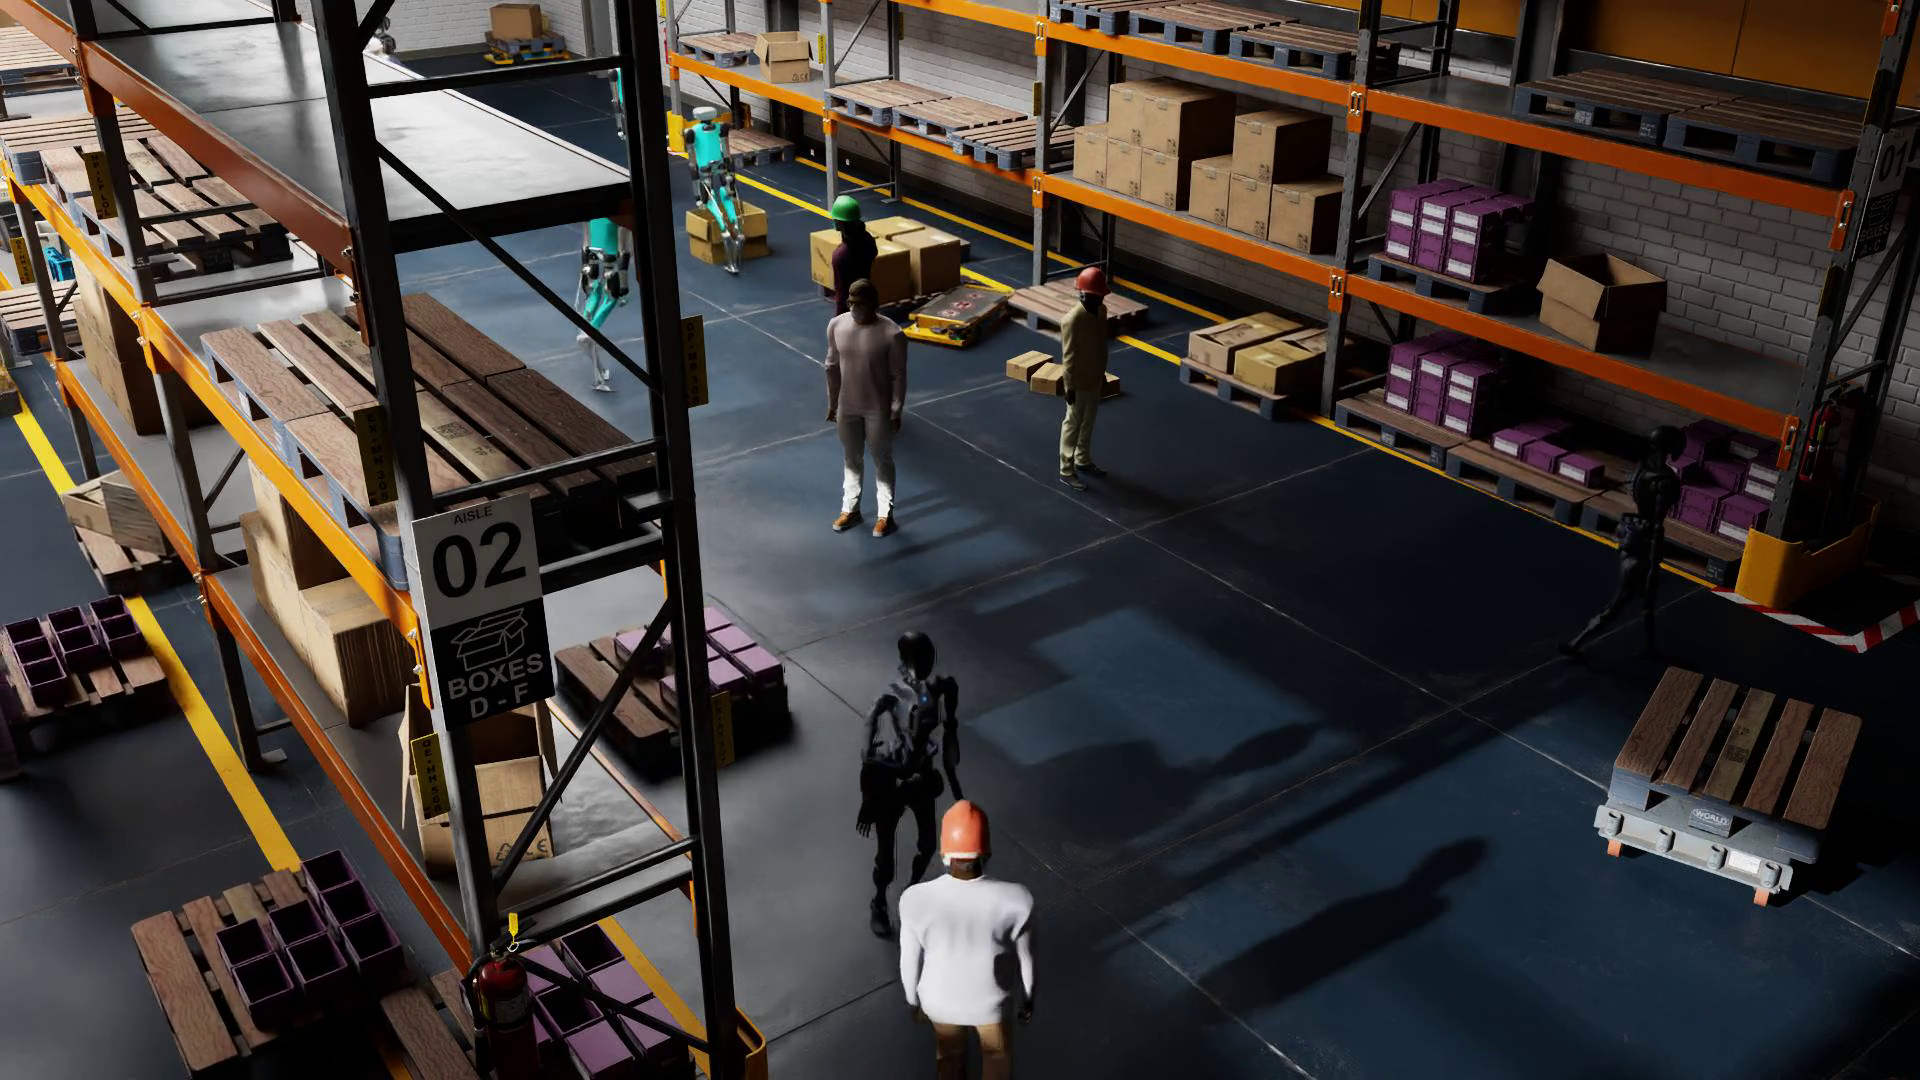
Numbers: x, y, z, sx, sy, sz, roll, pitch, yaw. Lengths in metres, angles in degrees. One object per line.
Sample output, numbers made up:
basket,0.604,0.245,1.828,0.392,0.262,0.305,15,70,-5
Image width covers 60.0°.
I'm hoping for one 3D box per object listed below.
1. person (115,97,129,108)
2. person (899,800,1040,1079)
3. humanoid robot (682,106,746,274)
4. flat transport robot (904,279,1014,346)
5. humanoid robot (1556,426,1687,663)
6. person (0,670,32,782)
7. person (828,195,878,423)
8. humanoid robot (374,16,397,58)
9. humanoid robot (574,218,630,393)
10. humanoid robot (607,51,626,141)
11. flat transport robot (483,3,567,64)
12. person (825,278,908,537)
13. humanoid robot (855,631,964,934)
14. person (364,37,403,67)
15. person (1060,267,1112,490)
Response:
person,-10.432,-5.291,20.610,0.413,1.983,0.611,13,29,24
person,0.037,1.835,6.709,0.563,1.734,0.558,2,27,4
humanoid robot,-2.493,-3.639,17.615,0.540,1.766,0.826,-21,33,-35
flat transport robot,0.048,-2.250,16.463,0.659,0.231,1.431,12,29,23
humanoid robot,4.220,0.044,10.391,0.772,1.635,0.589,4,27,9
person,-5.619,0.482,9.232,0.397,1.896,0.652,-9,28,-18
person,-0.888,-1.907,13.911,0.419,1.952,0.489,14,30,26
humanoid robot,-8.130,-6.569,23.498,0.561,1.634,0.589,-21,34,-36
humanoid robot,-3.265,-2.188,14.705,0.600,1.775,0.862,16,31,29
humanoid robot,-3.888,-5.100,20.346,0.533,1.680,0.735,-20,33,-34
flat transport robot,-7.434,-8.419,28.732,1.431,0.231,0.659,-16,31,-29
person,-0.683,-0.960,12.040,0.630,1.940,0.372,9,28,18
humanoid robot,-0.262,1.175,8.094,0.589,1.642,0.330,-18,32,-32
person,-7.406,-5.673,21.664,0.763,1.712,0.744,22,34,36
person,0.990,-1.263,12.845,0.341,1.748,0.572,17,31,30
